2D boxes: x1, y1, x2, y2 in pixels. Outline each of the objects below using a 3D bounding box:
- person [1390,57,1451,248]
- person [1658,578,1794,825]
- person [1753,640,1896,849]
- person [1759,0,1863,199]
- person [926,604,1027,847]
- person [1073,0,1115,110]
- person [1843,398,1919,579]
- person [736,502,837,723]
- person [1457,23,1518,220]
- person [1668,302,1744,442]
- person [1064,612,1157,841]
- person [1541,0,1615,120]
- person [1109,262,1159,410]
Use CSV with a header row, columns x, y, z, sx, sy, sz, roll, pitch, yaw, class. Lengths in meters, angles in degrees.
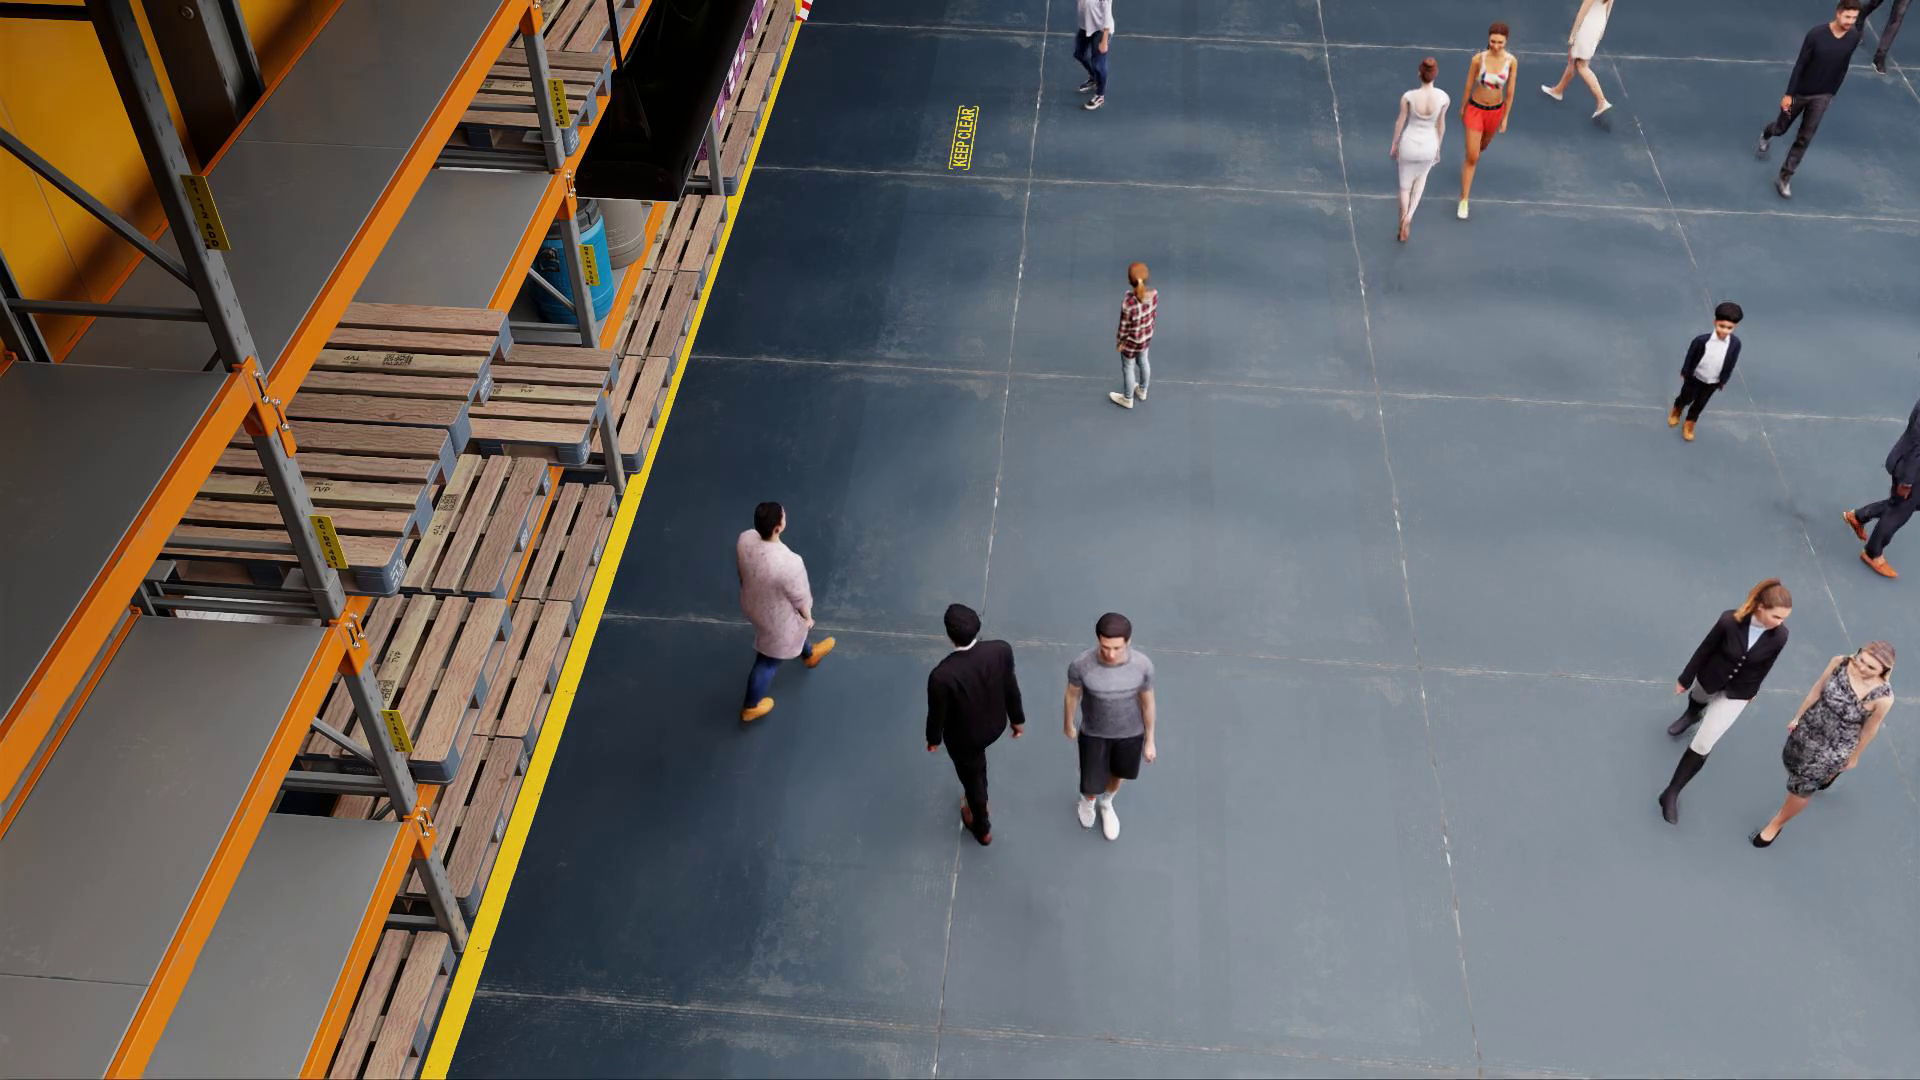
x,y,z,sx,sy,sz,roll,pitch,yaw,class
3.960,-3.315,14.433,0.621,1.782,0.680,8,44,8,person
4.657,0.846,10.140,0.969,1.680,1.281,25,49,24,person
5.175,1.141,9.826,0.928,1.685,0.996,-16,46,-16,person
7.760,-4.125,15.239,0.693,1.843,1.115,7,44,7,person
0.132,1.149,9.693,0.860,1.858,0.893,-21,47,-20,person
1.367,-5.055,16.320,0.900,1.699,0.822,-15,46,-15,person
6.544,-0.551,11.516,0.950,1.804,0.887,34,53,30,person
-1.237,0.476,10.515,1.209,1.698,1.122,-33,52,-30,person
4.736,-3.885,15.051,0.597,1.755,1.142,5,44,5,person
5.728,-1.336,12.765,0.532,1.218,0.574,8,44,9,person
0.876,1.026,9.820,0.740,1.860,0.769,-4,44,-4,person
6.199,-4.931,16.201,1.008,1.684,1.138,-25,49,-24,person
1.383,-1.601,12.979,0.607,1.306,0.660,-28,50,-26,person
